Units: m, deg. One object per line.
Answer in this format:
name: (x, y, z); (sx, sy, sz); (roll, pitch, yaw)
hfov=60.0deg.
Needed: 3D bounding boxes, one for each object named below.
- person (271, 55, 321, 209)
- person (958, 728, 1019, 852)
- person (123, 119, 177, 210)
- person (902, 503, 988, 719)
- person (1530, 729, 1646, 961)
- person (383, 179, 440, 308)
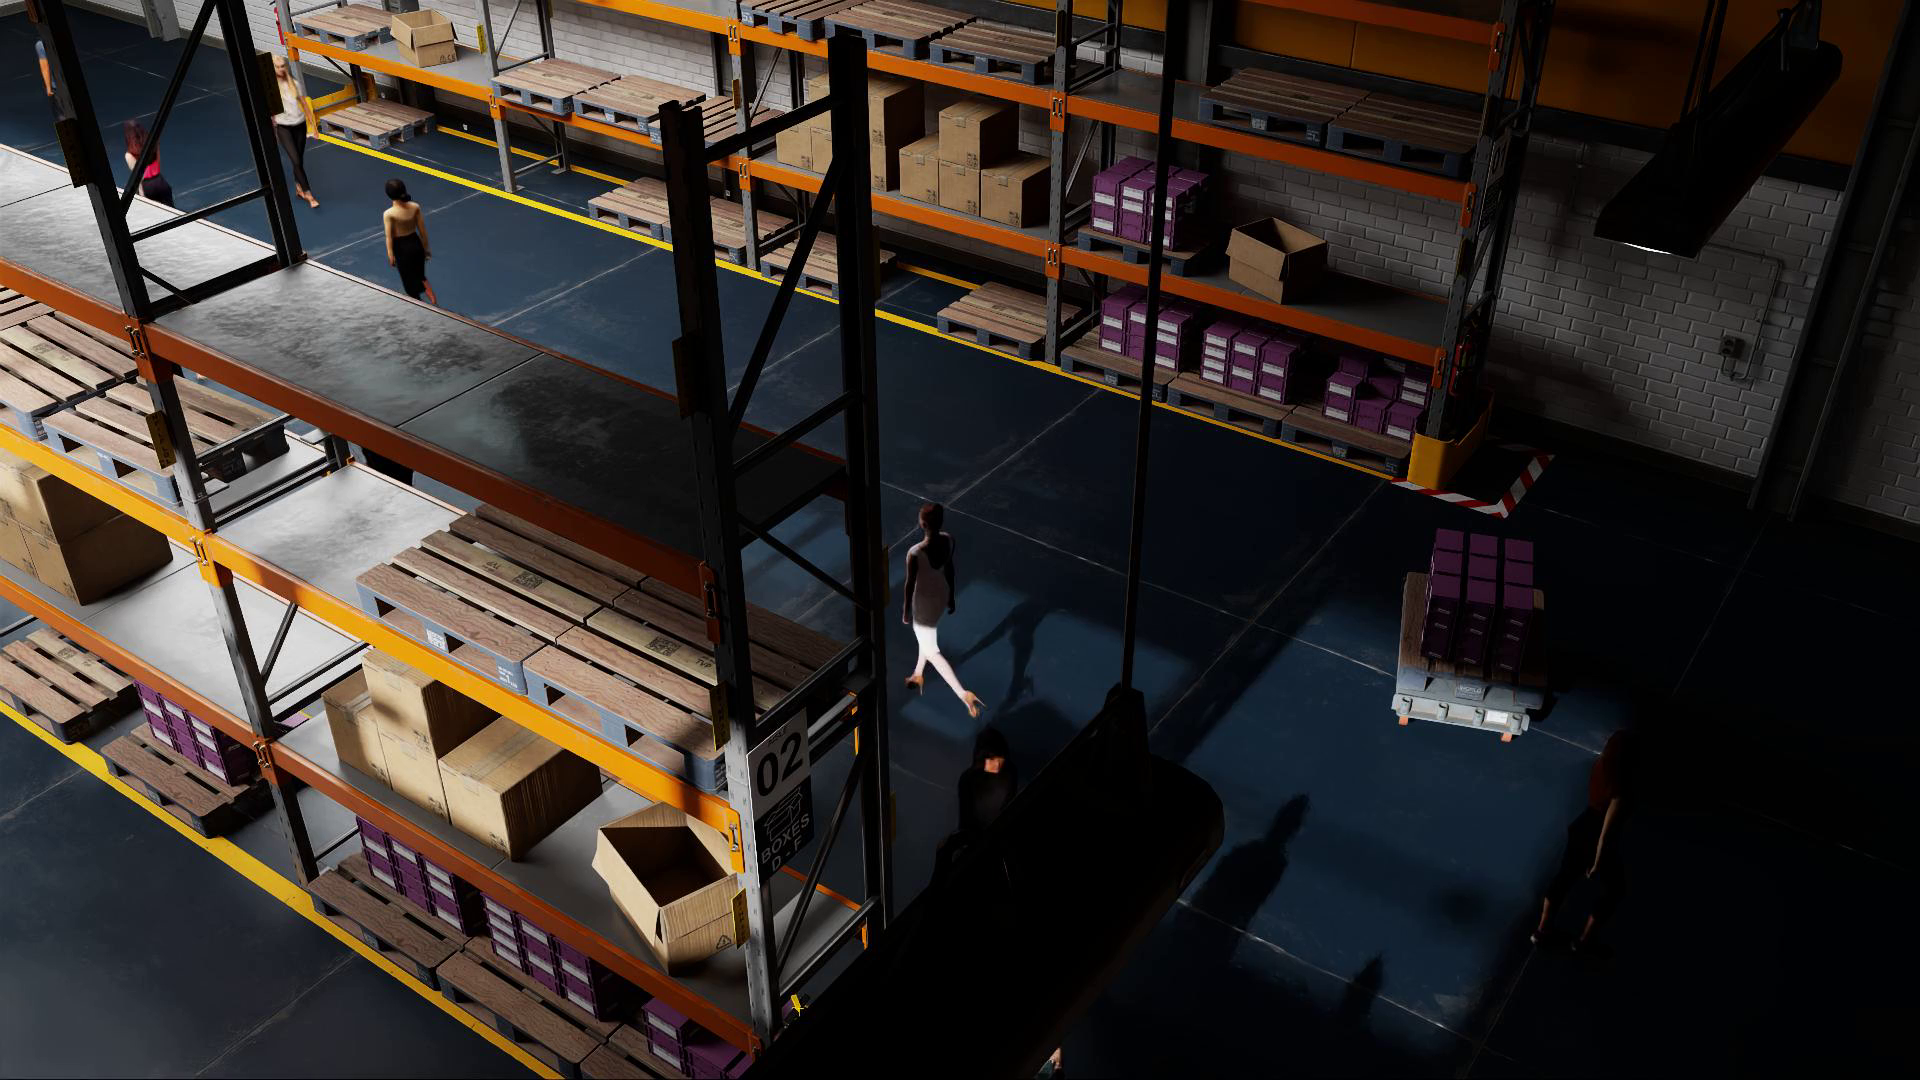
person: (-8.102, -4.954, 20.058); (0.769, 1.799, 1.048); (-28, 43, -35)
person: (0.119, 1.744, 10.167); (0.996, 1.594, 1.136); (-10, 35, -14)
person: (-8.968, -3.896, 18.611); (1.009, 1.638, 0.629); (17, 37, 24)
person: (-0.158, 0.537, 11.828); (0.743, 1.764, 1.124); (-27, 42, -34)
person: (3.701, 1.817, 9.950); (0.825, 1.712, 0.759); (-3, 34, -5)
person: (-5.624, -2.908, 17.116); (0.728, 1.647, 0.620); (28, 42, 35)
